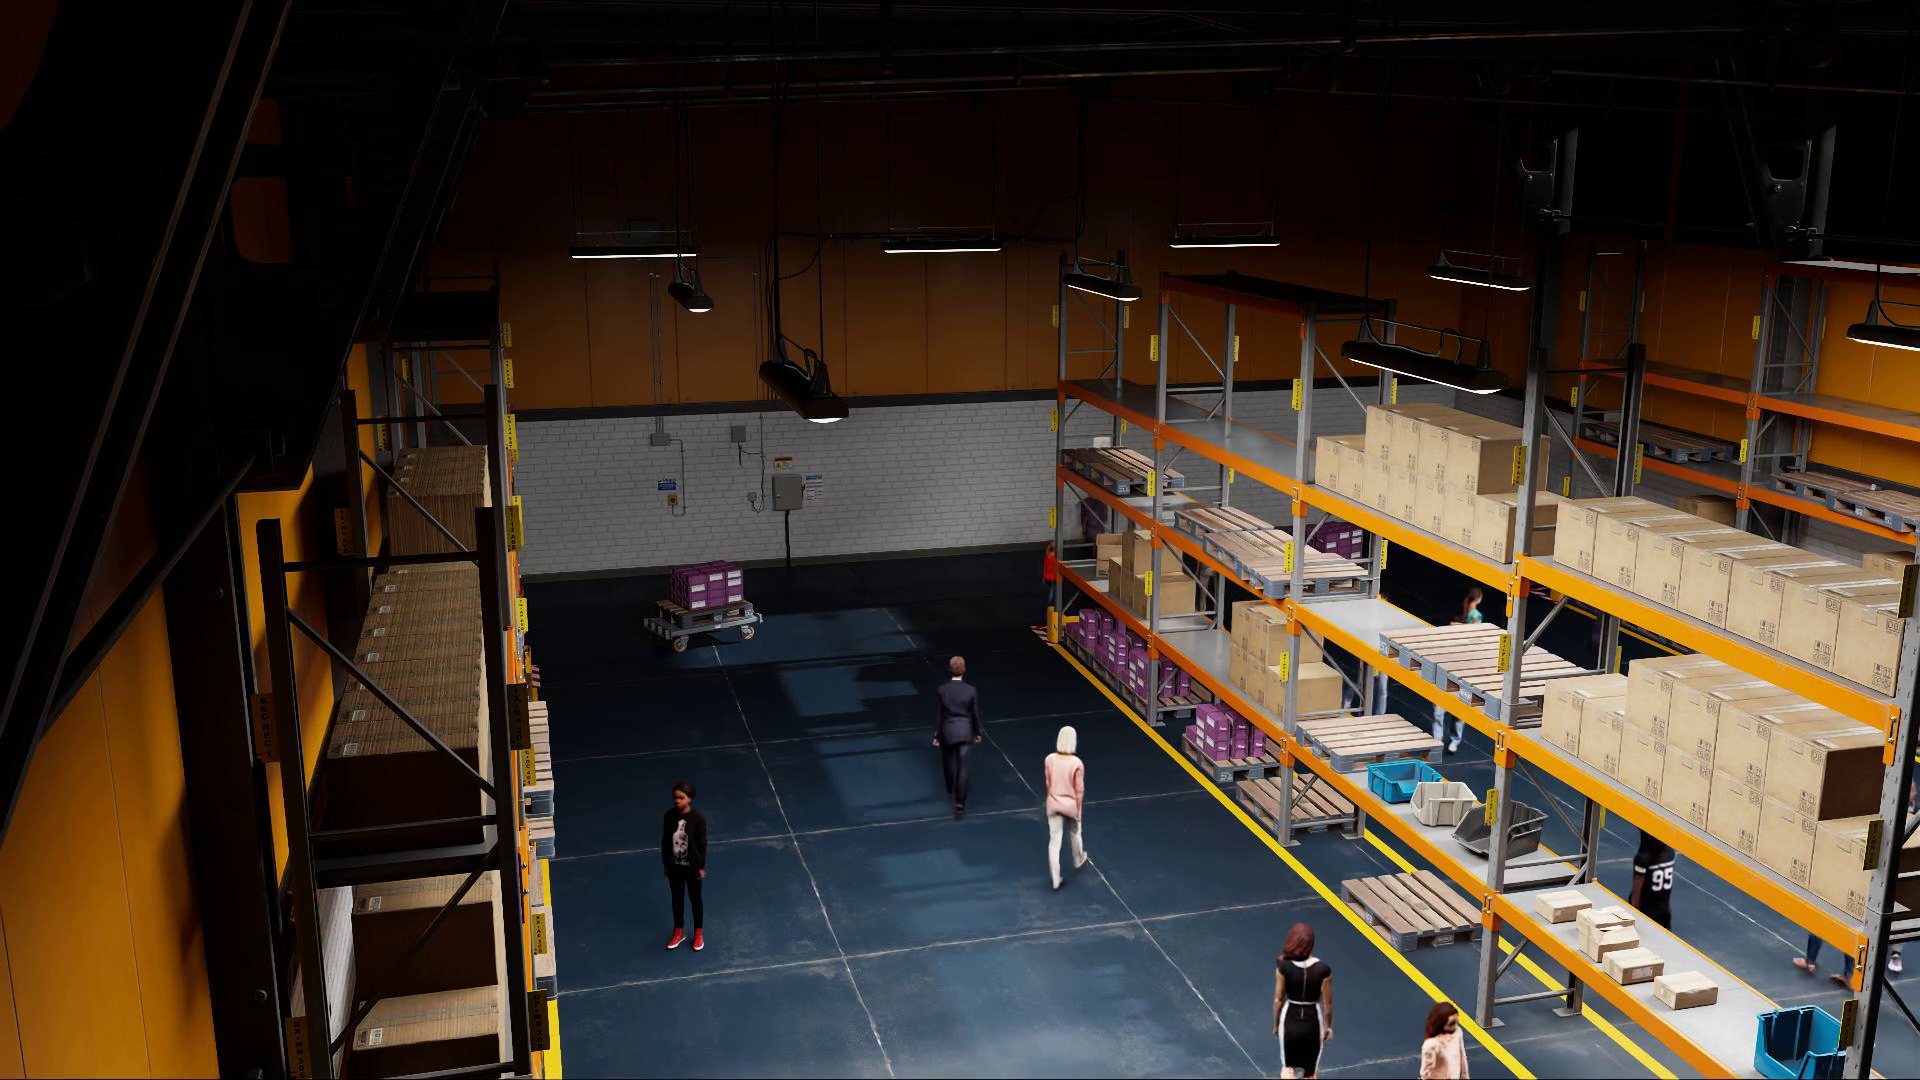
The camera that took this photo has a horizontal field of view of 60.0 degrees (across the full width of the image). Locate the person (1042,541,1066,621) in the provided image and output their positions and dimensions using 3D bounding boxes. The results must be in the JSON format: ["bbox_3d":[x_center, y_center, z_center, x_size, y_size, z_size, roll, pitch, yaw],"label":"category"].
[{"bbox_3d":[1.438,0.667,26.920,0.780,1.291,0.772,13,19,42],"label":"person"}]

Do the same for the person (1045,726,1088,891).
[{"bbox_3d":[1.044,2.802,17.258,0.986,1.689,1.117,5,14,20],"label":"person"}]

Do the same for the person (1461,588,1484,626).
[{"bbox_3d":[7.100,1.429,23.272,0.827,1.526,0.619,-3,14,-12],"label":"person"}]

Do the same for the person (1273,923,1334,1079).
[{"bbox_3d":[2.620,3.835,12.791,0.812,1.783,0.912,4,14,15],"label":"person"}]

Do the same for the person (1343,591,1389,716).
[{"bbox_3d":[5.436,1.564,22.078,0.676,1.827,1.084,-4,14,-18],"label":"person"}]

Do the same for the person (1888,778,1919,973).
[{"bbox_3d":[8.869,3.033,15.820,1.201,1.916,1.357,4,14,16],"label":"person"}]

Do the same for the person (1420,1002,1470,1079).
[{"bbox_3d":[3.546,4.083,12.478,1.066,1.450,0.897,11,17,38],"label":"person"}]

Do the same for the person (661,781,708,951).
[{"bbox_3d":[-2.646,3.112,16.006,0.668,1.675,0.666,2,14,7],"label":"person"}]

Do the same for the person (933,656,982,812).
[{"bbox_3d":[-0.040,2.263,19.273,0.958,1.789,1.251,1,14,3],"label":"person"}]

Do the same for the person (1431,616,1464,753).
[{"bbox_3d":[6.218,1.842,20.948,1.140,1.817,1.218,7,15,28],"label":"person"}]
